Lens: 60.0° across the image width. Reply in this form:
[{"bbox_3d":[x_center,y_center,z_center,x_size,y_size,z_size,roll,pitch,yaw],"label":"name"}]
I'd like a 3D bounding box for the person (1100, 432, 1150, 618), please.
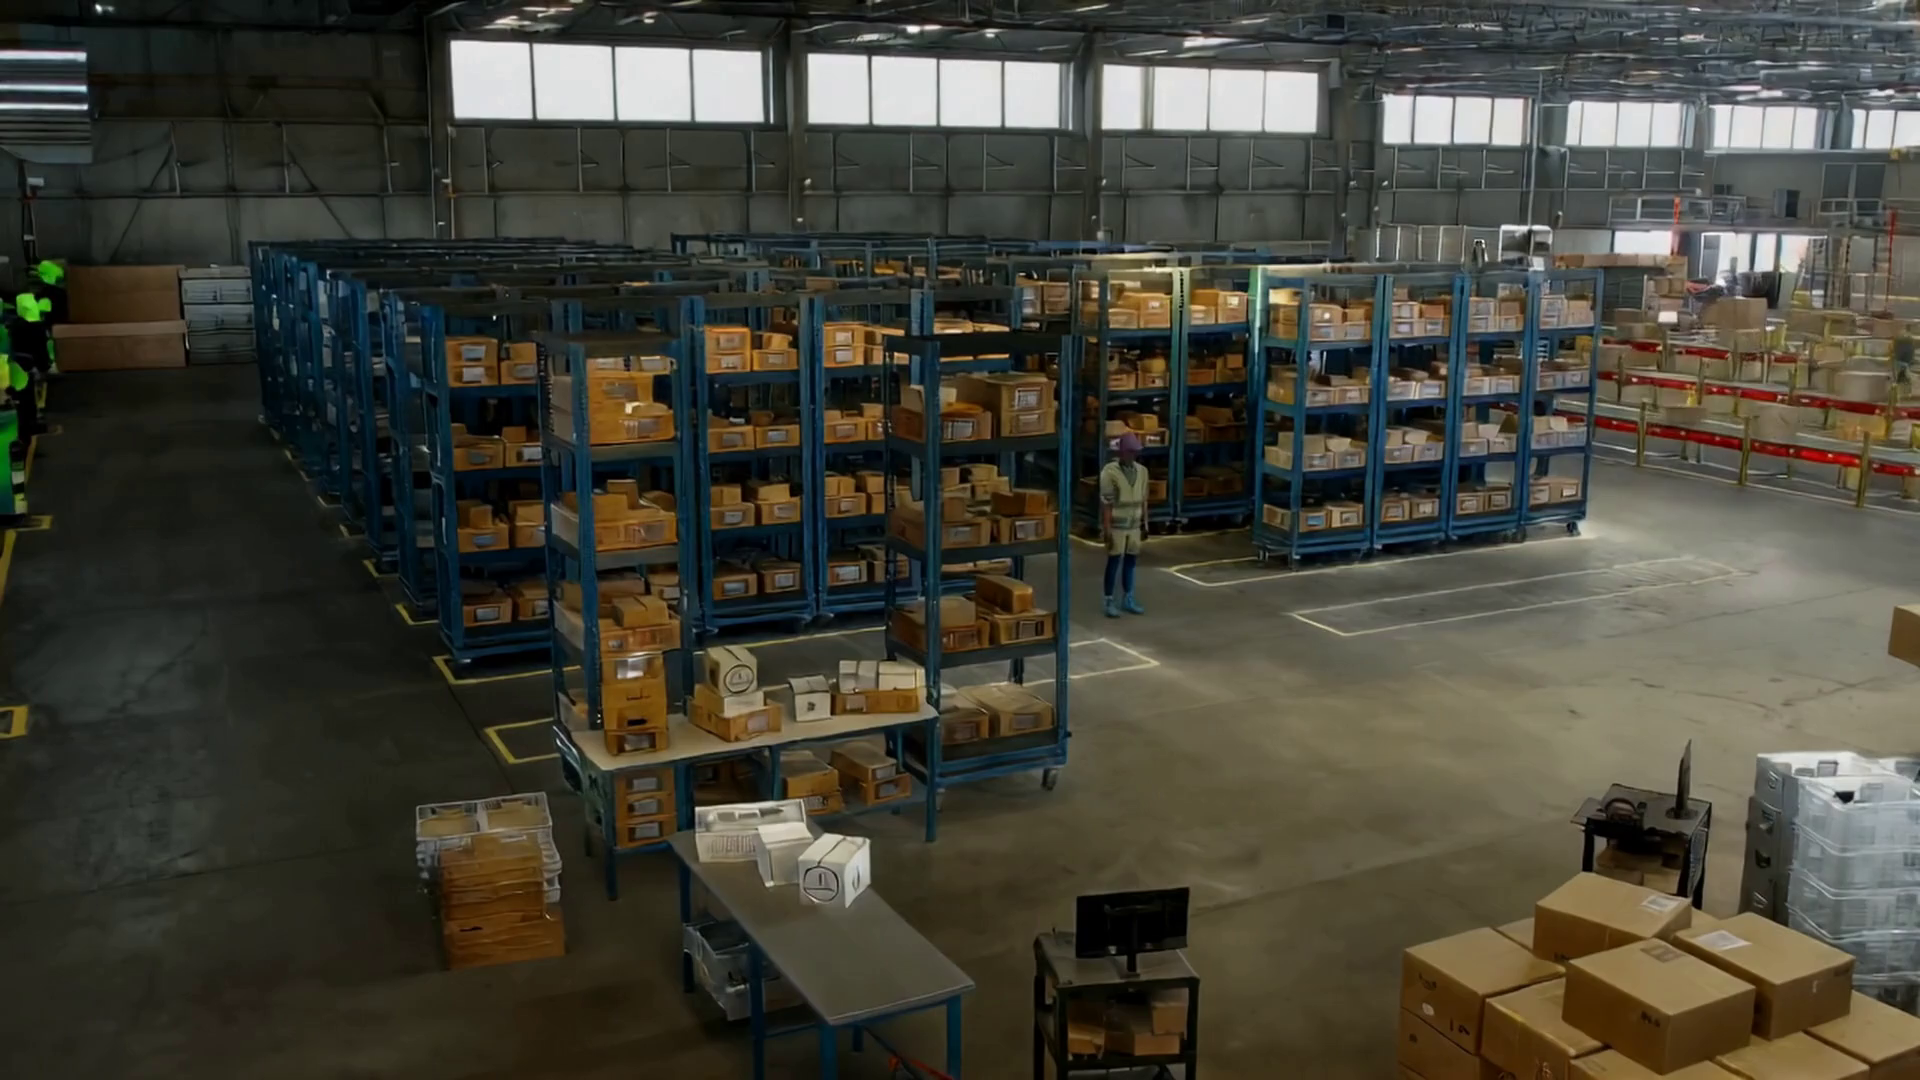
[{"bbox_3d":[1.821,-0.169,18.269,0.605,2.045,0.381,-6,14,-28],"label":"person"}]

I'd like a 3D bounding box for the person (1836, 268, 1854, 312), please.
[{"bbox_3d":[32.600,-9.134,60.965,0.511,1.704,0.857,-8,14,-32],"label":"person"}]

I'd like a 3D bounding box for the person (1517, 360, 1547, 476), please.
[{"bbox_3d":[9.382,-1.995,27.149,0.408,1.903,0.638,0,12,-2],"label":"person"}]

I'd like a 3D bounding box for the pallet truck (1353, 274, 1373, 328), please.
[{"bbox_3d":[13.011,-8.050,55.243,0.823,1.965,1.885,-7,14,-28],"label":"pallet truck"}]

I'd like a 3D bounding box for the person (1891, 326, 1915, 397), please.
[{"bbox_3d":[21.000,-3.959,37.014,0.593,1.613,0.505,-8,15,-34],"label":"person"}]
